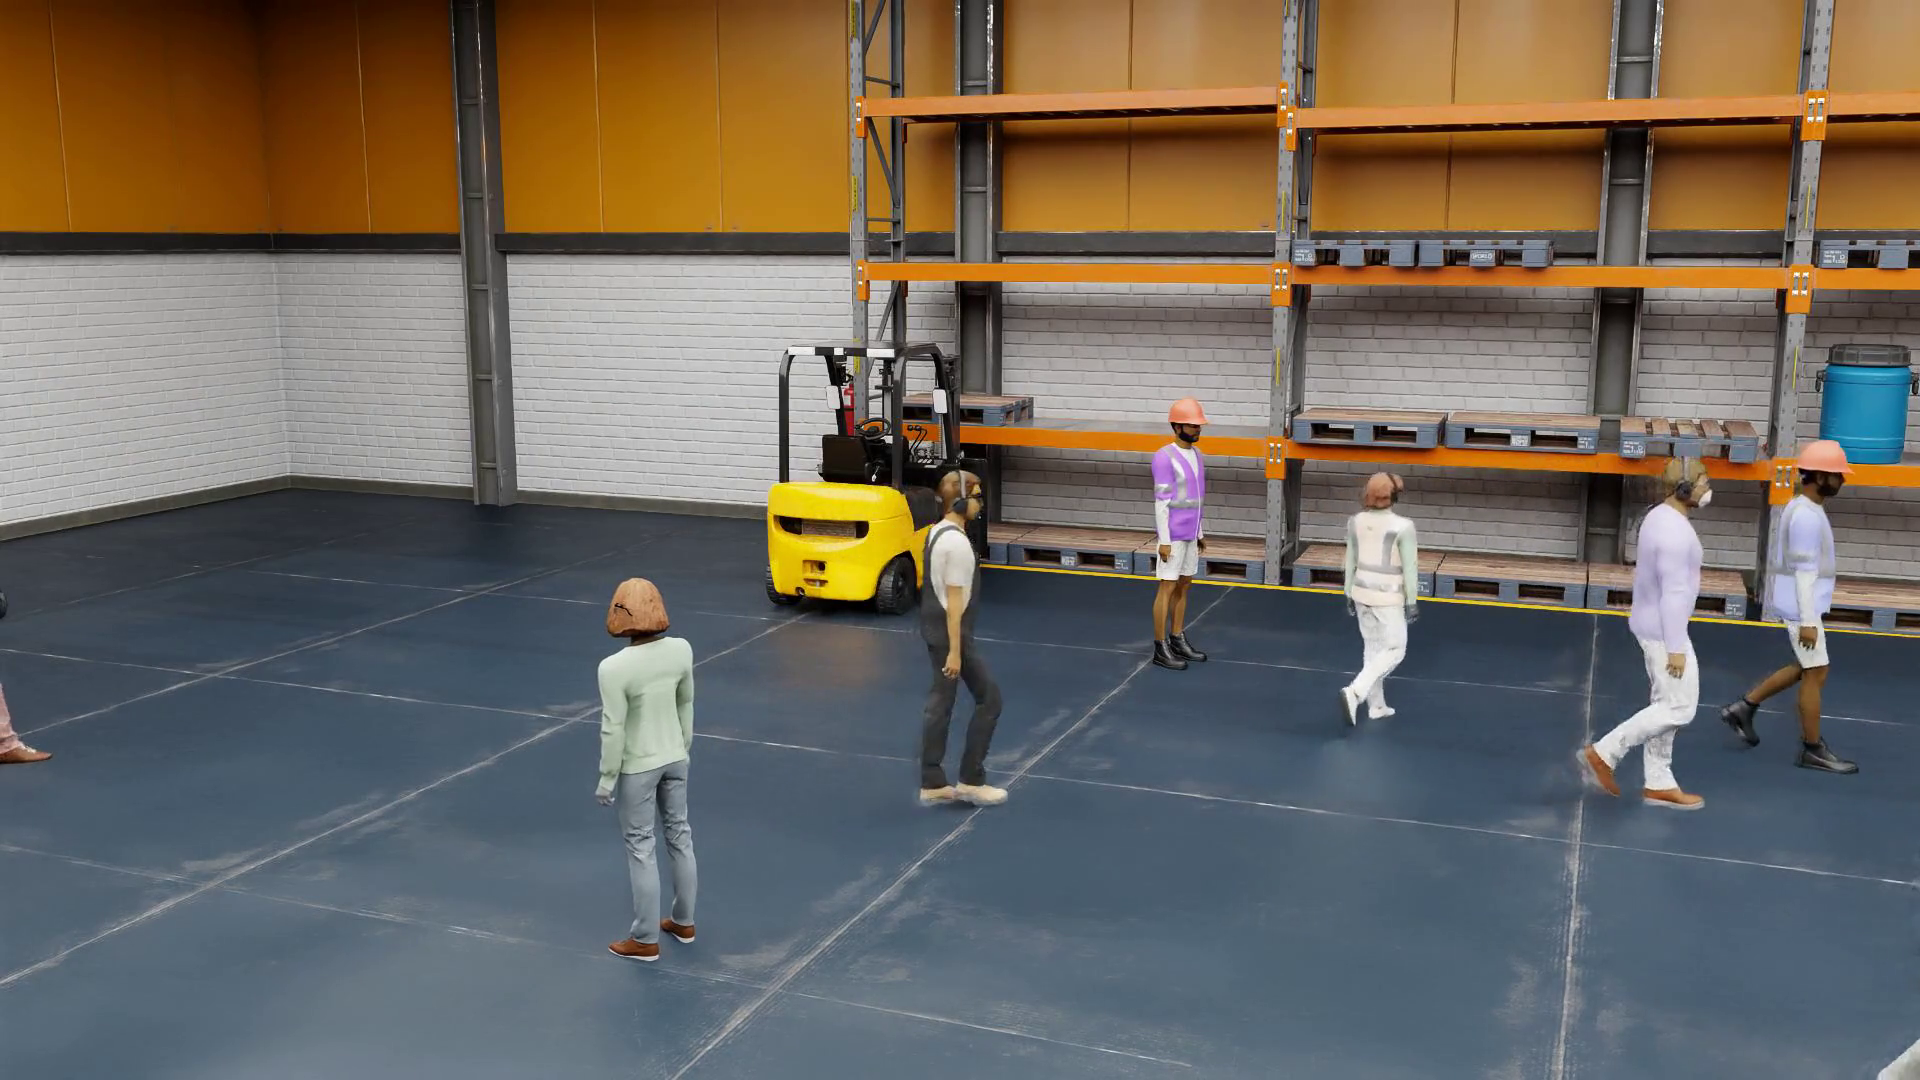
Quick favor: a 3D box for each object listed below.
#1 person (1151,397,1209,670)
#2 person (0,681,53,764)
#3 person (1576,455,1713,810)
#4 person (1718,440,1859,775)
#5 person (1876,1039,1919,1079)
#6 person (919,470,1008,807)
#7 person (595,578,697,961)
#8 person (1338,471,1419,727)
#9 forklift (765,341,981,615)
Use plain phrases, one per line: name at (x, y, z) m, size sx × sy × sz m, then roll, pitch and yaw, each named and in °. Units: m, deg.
person at (1.593, -0.053, 11.899) m, size 0.361 × 1.939 × 0.543 m, roll 8°, pitch 13°, yaw 38°
person at (-5.802, 0.393, 9.584) m, size 0.828 × 1.883 × 0.662 m, roll -4°, pitch 11°, yaw -22°
person at (3.692, 0.502, 8.845) m, size 0.563 × 1.925 × 0.642 m, roll 3°, pitch 11°, yaw 18°
person at (4.844, 0.373, 9.571) m, size 0.698 × 1.921 × 0.562 m, roll 5°, pitch 11°, yaw 26°
person at (3.284, 1.234, 5.185) m, size 0.600 × 1.786 × 0.941 m, roll -7°, pitch 12°, yaw -35°
person at (0.040, 0.535, 8.909) m, size 0.620 × 1.827 × 0.519 m, roll -3°, pitch 11°, yaw -16°
person at (-1.329, 0.967, 7.064) m, size 0.279 × 1.634 × 0.497 m, roll 8°, pitch 13°, yaw 38°
person at (2.582, 0.378, 10.377) m, size 0.610 × 1.618 × 0.524 m, roll -7°, pitch 12°, yaw -34°
forklift at (-0.739, -0.602, 14.246) m, size 1.214 × 2.155 × 2.313 m, roll 4°, pitch 11°, yaw 21°
